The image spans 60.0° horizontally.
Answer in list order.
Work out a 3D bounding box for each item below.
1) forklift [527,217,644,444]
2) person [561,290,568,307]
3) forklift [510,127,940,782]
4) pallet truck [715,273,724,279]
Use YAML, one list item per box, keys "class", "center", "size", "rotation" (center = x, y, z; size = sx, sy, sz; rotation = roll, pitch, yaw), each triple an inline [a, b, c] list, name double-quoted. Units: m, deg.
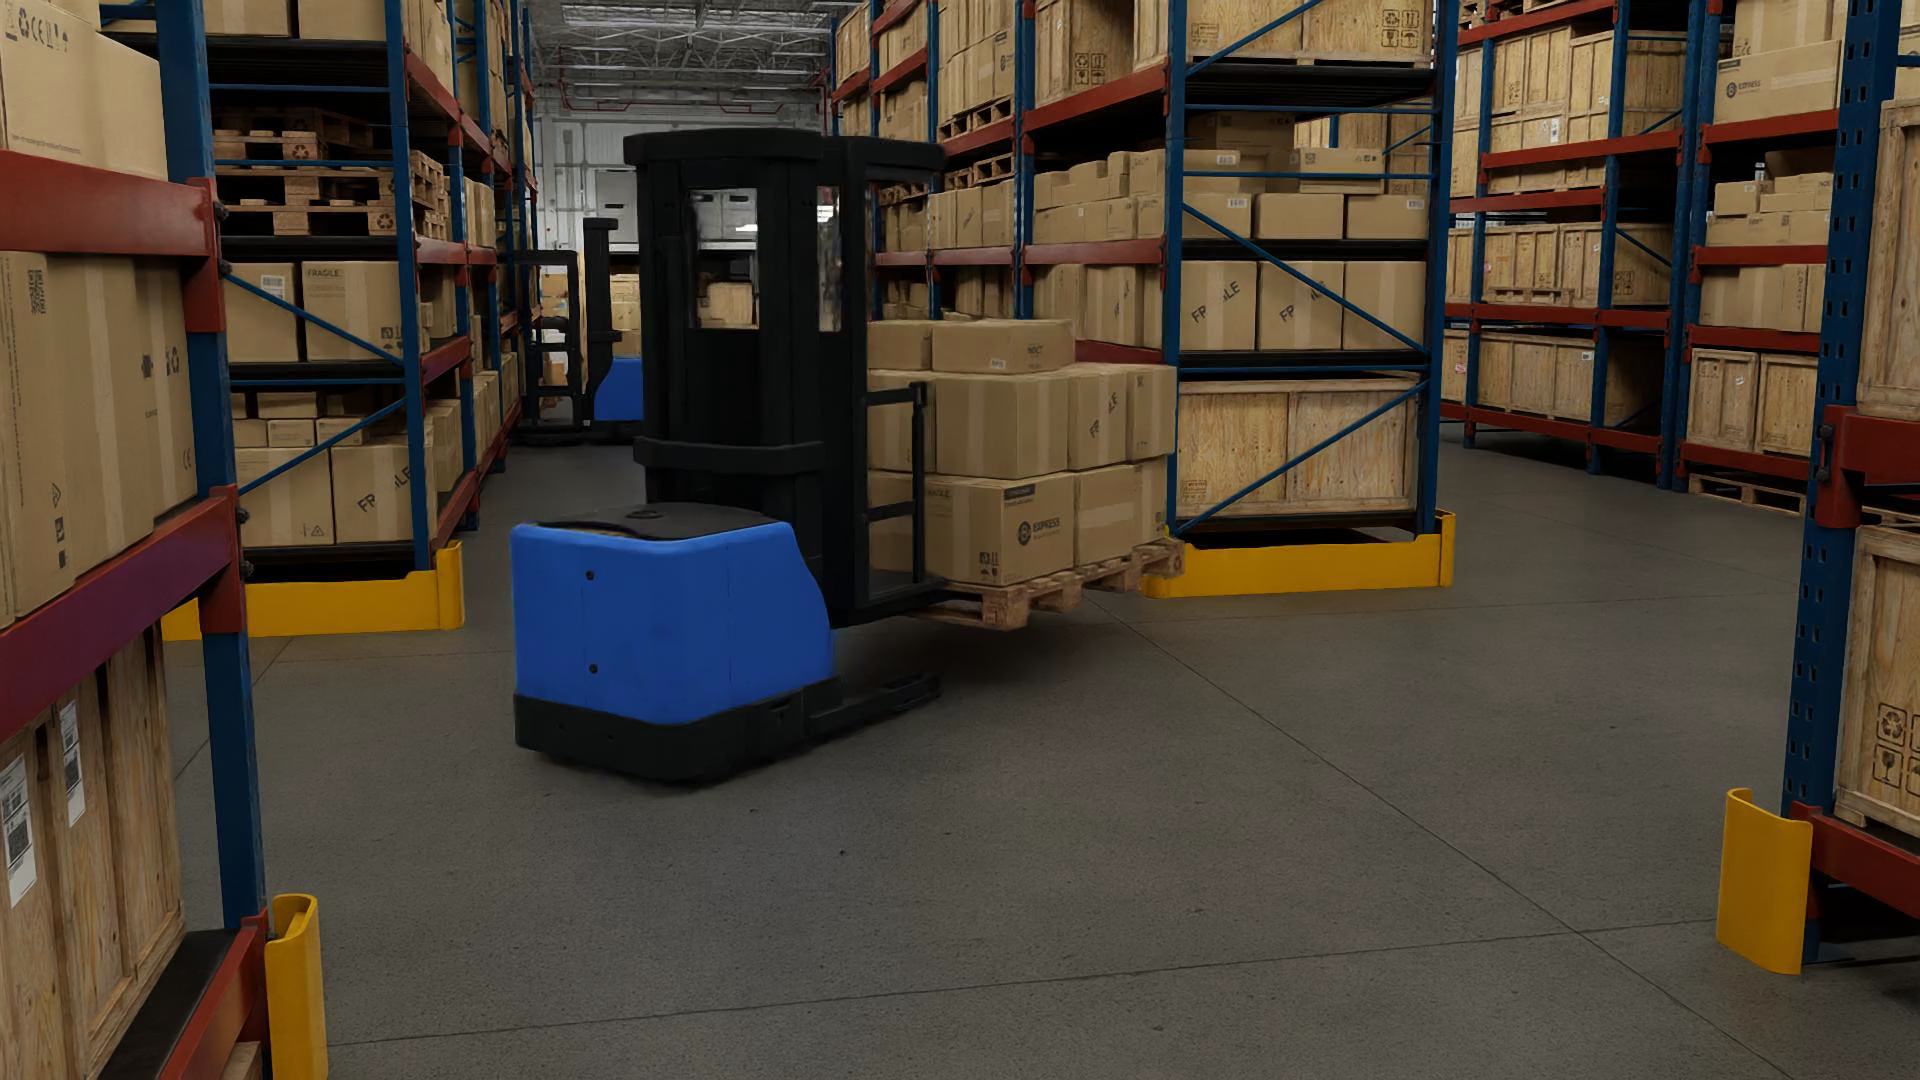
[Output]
- class: "forklift"
  center: [-4.533, -2.656, 21.010]
  size: [1.873, 2.768, 1.129]
  rotation: [-2, 10, -12]
- class: "person"
  center: [-10.282, -5.775, 43.856]
  size: [0.566, 1.619, 0.529]
  rotation: [2, 10, 13]
- class: "forklift"
  center: [-1.090, -0.481, 7.753]
  size: [1.129, 2.768, 1.873]
  rotation: [6, 11, 34]
- class: "pallet truck"
  center: [-8.580, -8.986, 62.280]
  size: [1.885, 1.965, 0.823]
  rotation: [1, 9, 5]
